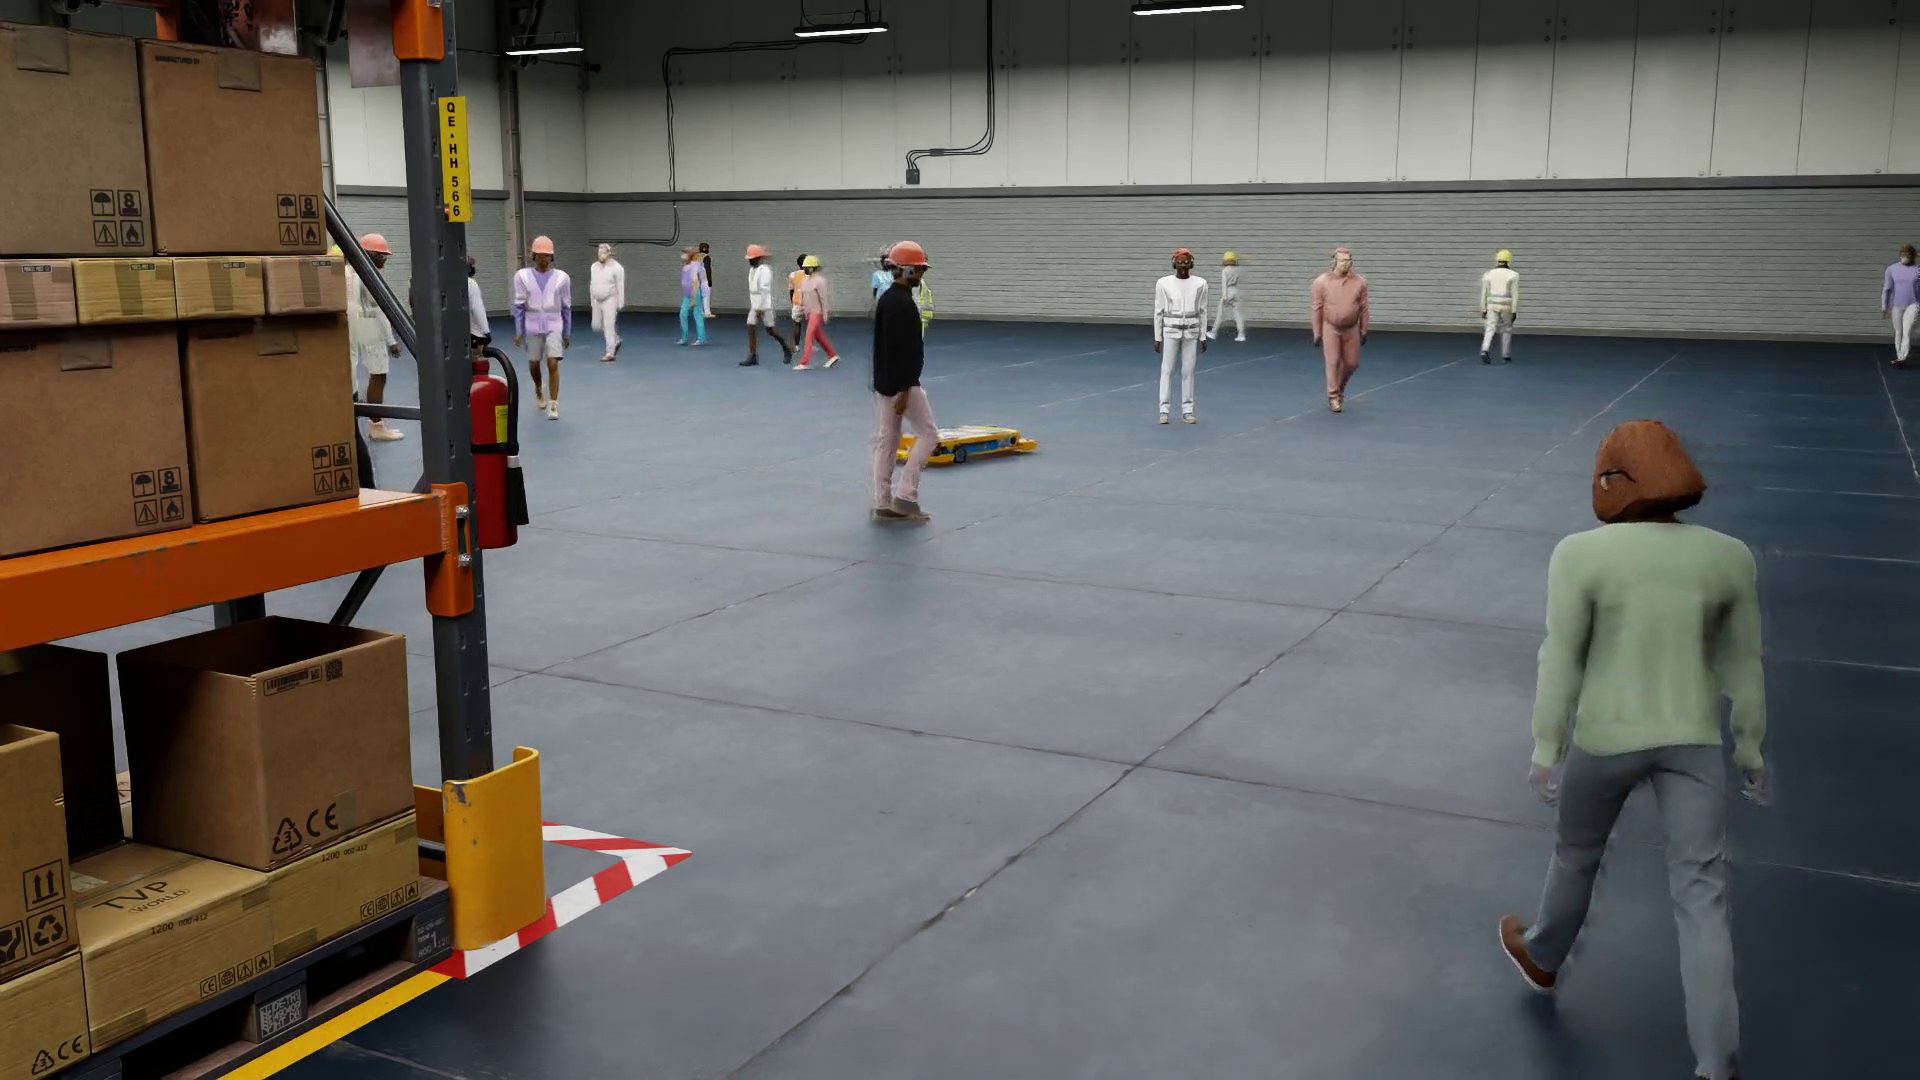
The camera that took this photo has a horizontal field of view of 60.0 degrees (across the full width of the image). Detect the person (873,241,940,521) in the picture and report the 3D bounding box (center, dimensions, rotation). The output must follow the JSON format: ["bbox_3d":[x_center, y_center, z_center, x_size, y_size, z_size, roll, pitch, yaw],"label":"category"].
[{"bbox_3d":[-0.391,-1.101,11.716,0.522,1.975,0.613,-5,11,-24],"label":"person"}]

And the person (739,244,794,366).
[{"bbox_3d":[-3.034,-3.664,25.954,0.896,1.894,0.551,-9,13,-39],"label":"person"}]

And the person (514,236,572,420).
[{"bbox_3d":[-4.611,-2.355,18.443,0.625,2.024,0.765,-2,11,-11],"label":"person"}]

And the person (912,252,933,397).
[{"bbox_3d":[-0.547,-2.696,20.823,0.430,1.835,0.627,-1,10,-3],"label":"person"}]

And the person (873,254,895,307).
[{"bbox_3d":[-1.408,-4.536,31.304,0.536,1.671,0.787,-5,12,-25],"label":"person"}]

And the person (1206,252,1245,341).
[{"bbox_3d":[5.180,-4.703,32.139,0.505,1.692,0.916,-8,13,-37],"label":"person"}]

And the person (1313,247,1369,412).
[{"bbox_3d":[4.386,-2.438,19.240,0.658,1.889,0.581,0,10,-2],"label":"person"}]

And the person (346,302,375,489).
[{"bbox_3d":[-4.436,-1.055,11.653,0.606,1.935,1.098,1,10,6],"label":"person"}]

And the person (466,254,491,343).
[{"bbox_3d":[-5.912,-2.553,20.145,0.972,1.788,0.654,-9,14,-42],"label":"person"}]

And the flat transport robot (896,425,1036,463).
[{"bbox_3d":[-0.009,-0.888,15.218,0.652,0.197,1.431,10,14,42],"label":"flat transport robot"}]

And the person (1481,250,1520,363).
[{"bbox_3d":[8.526,-3.688,26.322,0.600,1.803,0.874,8,13,36],"label":"person"}]

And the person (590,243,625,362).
[{"bbox_3d":[-5.676,-3.825,26.809,0.662,1.890,0.513,6,12,30],"label":"person"}]

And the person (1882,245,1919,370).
[{"bbox_3d":[14.328,-3.515,25.167,0.668,1.880,1.047,9,14,41],"label":"person"}]

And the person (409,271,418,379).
[{"bbox_3d":[-7.501,-3.279,23.426,0.705,2.000,0.538,6,12,30],"label":"person"}]

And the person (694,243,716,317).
[{"bbox_3d":[-6.309,-6.418,41.093,0.429,1.841,0.621,-9,13,-39],"label":"person"}]

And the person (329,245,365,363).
[{"bbox_3d":[-9.685,-3.726,26.316,0.977,1.883,0.602,1,10,4],"label":"person"}]

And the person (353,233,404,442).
[{"bbox_3d":[-5.741,-1.986,16.392,0.392,2.039,0.623,-6,12,-30],"label":"person"}]

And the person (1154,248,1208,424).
[{"bbox_3d":[2.375,-2.186,17.893,0.577,1.882,0.349,-1,10,-3],"label":"person"}]

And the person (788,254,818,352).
[{"bbox_3d":[-2.699,-4.089,28.779,0.535,1.697,0.318,2,11,13],"label":"person"}]

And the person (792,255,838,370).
[{"bbox_3d":[-2.184,-3.448,25.215,0.910,1.726,0.522,-8,13,-39],"label":"person"}]

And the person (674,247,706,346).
[{"bbox_3d":[-4.913,-4.411,30.269,0.705,1.792,0.575,-8,13,-36],"label":"person"}]

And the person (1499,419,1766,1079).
[{"bbox_3d":[1.677,0.502,4.073,0.574,1.572,0.904,1,10,4],"label":"person"}]
